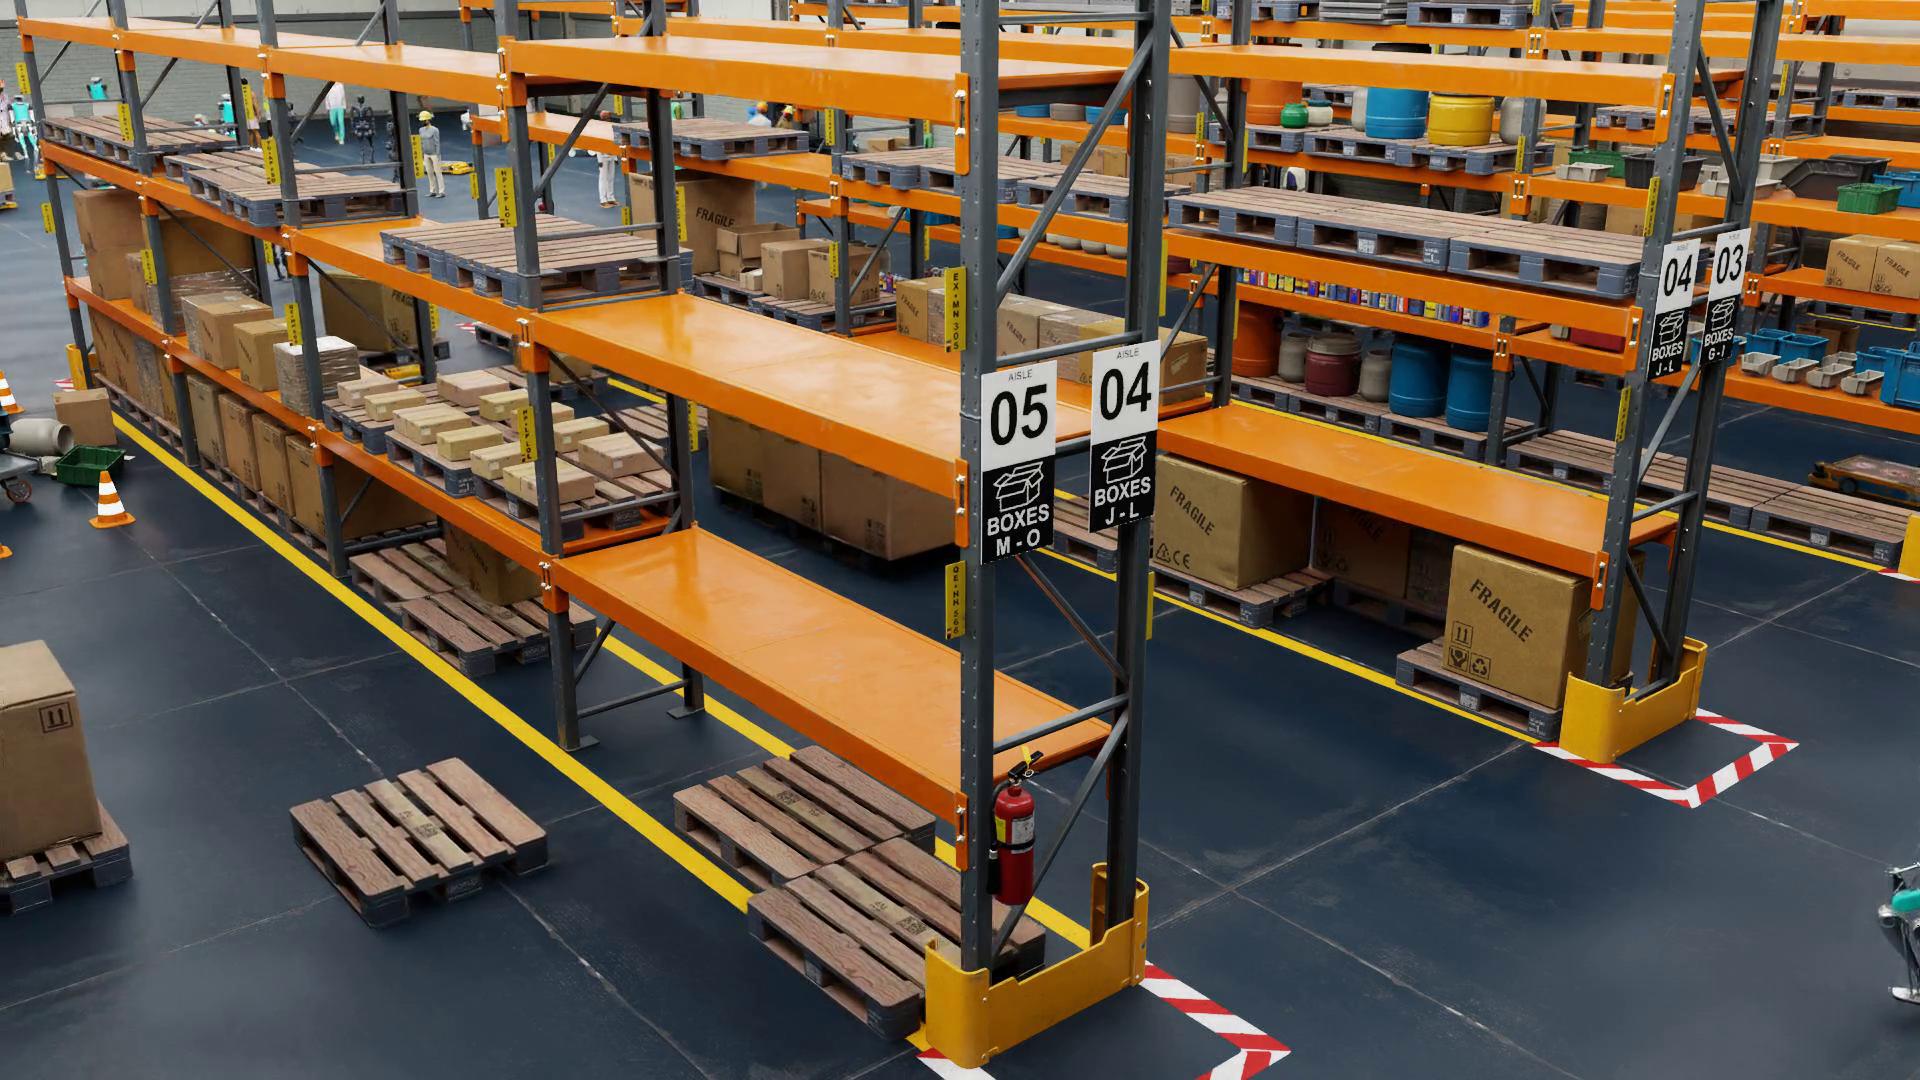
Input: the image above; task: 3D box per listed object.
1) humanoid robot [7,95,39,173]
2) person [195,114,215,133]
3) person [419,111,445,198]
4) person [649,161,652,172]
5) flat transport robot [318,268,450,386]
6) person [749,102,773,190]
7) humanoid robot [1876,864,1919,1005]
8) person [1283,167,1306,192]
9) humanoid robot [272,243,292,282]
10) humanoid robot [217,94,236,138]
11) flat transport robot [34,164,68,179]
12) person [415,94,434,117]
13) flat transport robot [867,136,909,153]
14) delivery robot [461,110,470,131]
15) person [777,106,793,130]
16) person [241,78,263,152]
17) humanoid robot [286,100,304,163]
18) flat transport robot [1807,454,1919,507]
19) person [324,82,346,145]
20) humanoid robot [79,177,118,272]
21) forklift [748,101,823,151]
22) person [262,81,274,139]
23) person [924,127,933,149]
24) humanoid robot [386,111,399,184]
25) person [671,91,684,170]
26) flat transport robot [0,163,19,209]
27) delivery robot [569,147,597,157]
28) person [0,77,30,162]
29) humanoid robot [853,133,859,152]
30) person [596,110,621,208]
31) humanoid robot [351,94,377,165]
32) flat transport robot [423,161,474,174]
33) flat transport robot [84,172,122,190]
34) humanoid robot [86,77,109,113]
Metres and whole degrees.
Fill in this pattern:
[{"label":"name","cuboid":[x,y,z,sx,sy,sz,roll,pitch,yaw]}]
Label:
[{"label":"humanoid robot","cuboid":[-21.365,-9.251,38.084,0.536,1.779,0.854,-14,24,-34]},{"label":"person","cuboid":[-14.840,-7.492,32.887,0.494,1.847,0.991,5,20,14]},{"label":"person","cuboid":[-10.927,-7.951,34.321,0.515,1.757,0.332,9,21,24]},{"label":"person","cuboid":[-5.097,-6.029,28.560,0.371,1.958,0.596,5,20,13]},{"label":"flat transport robot","cuboid":[-6.825,-2.046,19.759,0.659,0.231,1.431,-18,26,-41]},{"label":"person","cuboid":[-4.260,-8.319,35.241,0.630,1.857,0.641,4,20,12]},{"label":"humanoid robot","cuboid":[4.549,1.453,7.659,0.753,1.836,0.545,7,21,20]},{"label":"person","cuboid":[5.442,-5.475,27.149,0.388,1.840,0.564,9,21,25]},{"label":"humanoid robot","cuboid":[-10.486,-4.791,25.431,0.585,1.649,0.344,4,20,10]},{"label":"humanoid robot","cuboid":[-17.012,-9.386,38.583,0.727,1.879,0.542,13,23,33]},{"label":"flat transport robot","cuboid":[-20.586,-8.347,37.691,0.659,0.231,1.431,-10,21,-25]},{"label":"person","cuboid":[-16.620,-13.955,51.285,0.650,1.834,0.532,-9,21,-25]},{"label":"flat transport robot","cuboid":[-1.490,-8.140,37.102,0.659,0.231,1.431,2,20,7]},{"label":"delivery robot","cuboid":[-14.059,-12.049,47.771,0.499,0.579,0.753,-12,23,-31]},{"label":"person","cuboid":[-3.793,-8.601,36.254,0.572,1.703,0.931,-6,20,-16]},{"label":"person","cuboid":[-18.050,-10.791,42.273,0.798,1.843,0.410,7,21,20]},{"label":"humanoid robot","cuboid":[-15.446,-9.320,38.426,0.787,1.637,0.598,3,20,8]},{"label":"flat transport robot","cuboid":[8.698,-0.500,15.358,0.659,0.231,1.431,-13,23,-33]},{"label":"person","cuboid":[-16.553,-11.478,44.155,0.500,1.902,0.533,-4,20,-12]},{"label":"humanoid robot","cuboid":[-12.608,-4.376,24.347,0.734,1.891,0.553,-5,20,-15]},{"label":"forklift","cuboid":[-4.526,-11.368,42.374,1.129,2.768,1.873,-15,24,-37]},{"label":"person","cuboid":[-18.564,-11.575,44.715,0.322,1.698,0.535,-10,22,-26]},{"label":"person","cuboid":[-0.702,-7.519,33.131,0.331,1.736,0.501,-16,25,-38]},{"label":"humanoid robot","cuboid":[-12.099,-8.342,35.566,0.426,1.643,0.593,-2,19,-5]},{"label":"person","cuboid":[-6.481,-9.400,38.135,0.382,1.973,0.480,-6,20,-15]},{"label":"flat transport robot","cuboid":[-19.132,-6.468,32.344,0.659,0.231,1.431,2,20,7]},{"label":"delivery robot","cuboid":[-9.396,-9.872,41.606,0.774,0.599,0.499,-2,19,-6]},{"label":"person","cuboid":[-23.024,-10.175,40.266,0.924,2.009,0.634,1,19,3]},{"label":"humanoid robot","cuboid":[-1.912,-6.584,30.458,0.997,1.747,0.560,-16,25,-39]},{"label":"person","cuboid":[-7.001,-7.561,33.023,0.358,1.883,0.572,9,21,25]},{"label":"humanoid robot","cuboid":[-14.213,-9.770,39.638,0.587,1.641,0.621,-3,20,-9]},{"label":"flat transport robot","cuboid":[-12.022,-8.610,38.440,1.431,0.231,0.659,4,20,11]},{"label":"flat transport robot","cuboid":[-17.178,-7.195,34.413,0.659,0.231,1.431,7,20,18]},{"label":"humanoid robot","cuboid":[-22.699,-11.400,44.171,0.543,1.765,0.939,1,19,3]}]
